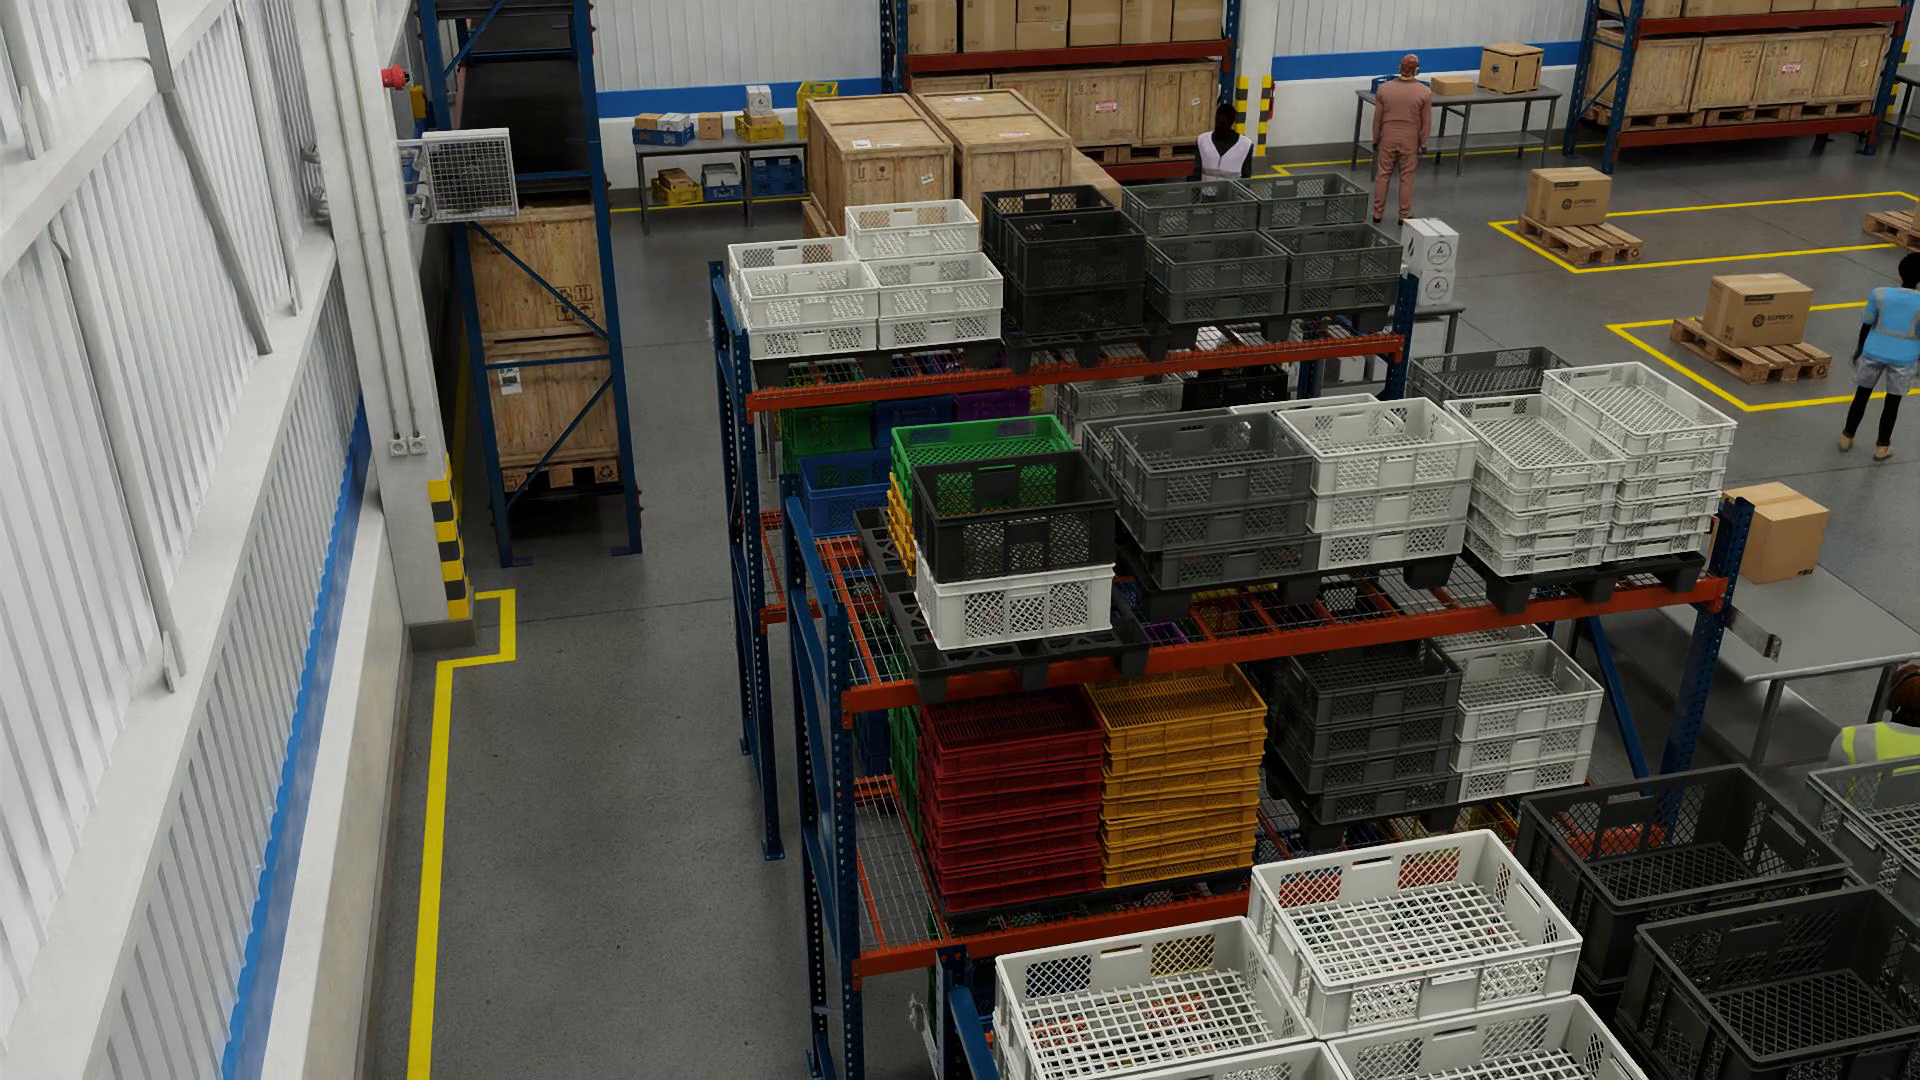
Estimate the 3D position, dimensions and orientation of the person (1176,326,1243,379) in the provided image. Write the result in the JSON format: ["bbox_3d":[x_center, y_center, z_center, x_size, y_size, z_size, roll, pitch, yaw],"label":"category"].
[{"bbox_3d":[1.796,-0.973,12.158,0.578,1.877,0.346,25,36,38],"label":"person"}]

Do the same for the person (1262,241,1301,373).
[{"bbox_3d":[2.542,-1.473,13.119,0.314,1.861,0.533,11,30,20],"label":"person"}]

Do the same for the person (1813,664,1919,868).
[{"bbox_3d":[4.230,1.399,7.705,0.629,1.837,0.430,5,28,10],"label":"person"}]

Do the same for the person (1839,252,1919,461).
[{"bbox_3d":[7.428,-1.465,13.278,0.542,1.694,0.318,23,35,36],"label":"person"}]

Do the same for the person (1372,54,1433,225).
[{"bbox_3d":[5.008,-4.545,18.898,0.651,1.907,0.409,12,30,21],"label":"person"}]

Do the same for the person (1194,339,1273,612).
[{"bbox_3d":[1.751,-0.437,11.074,0.630,1.938,0.373,12,30,21],"label":"person"}]

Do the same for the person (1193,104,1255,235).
[{"bbox_3d":[2.641,-3.467,16.844,0.590,1.917,0.396,9,29,17],"label":"person"}]
